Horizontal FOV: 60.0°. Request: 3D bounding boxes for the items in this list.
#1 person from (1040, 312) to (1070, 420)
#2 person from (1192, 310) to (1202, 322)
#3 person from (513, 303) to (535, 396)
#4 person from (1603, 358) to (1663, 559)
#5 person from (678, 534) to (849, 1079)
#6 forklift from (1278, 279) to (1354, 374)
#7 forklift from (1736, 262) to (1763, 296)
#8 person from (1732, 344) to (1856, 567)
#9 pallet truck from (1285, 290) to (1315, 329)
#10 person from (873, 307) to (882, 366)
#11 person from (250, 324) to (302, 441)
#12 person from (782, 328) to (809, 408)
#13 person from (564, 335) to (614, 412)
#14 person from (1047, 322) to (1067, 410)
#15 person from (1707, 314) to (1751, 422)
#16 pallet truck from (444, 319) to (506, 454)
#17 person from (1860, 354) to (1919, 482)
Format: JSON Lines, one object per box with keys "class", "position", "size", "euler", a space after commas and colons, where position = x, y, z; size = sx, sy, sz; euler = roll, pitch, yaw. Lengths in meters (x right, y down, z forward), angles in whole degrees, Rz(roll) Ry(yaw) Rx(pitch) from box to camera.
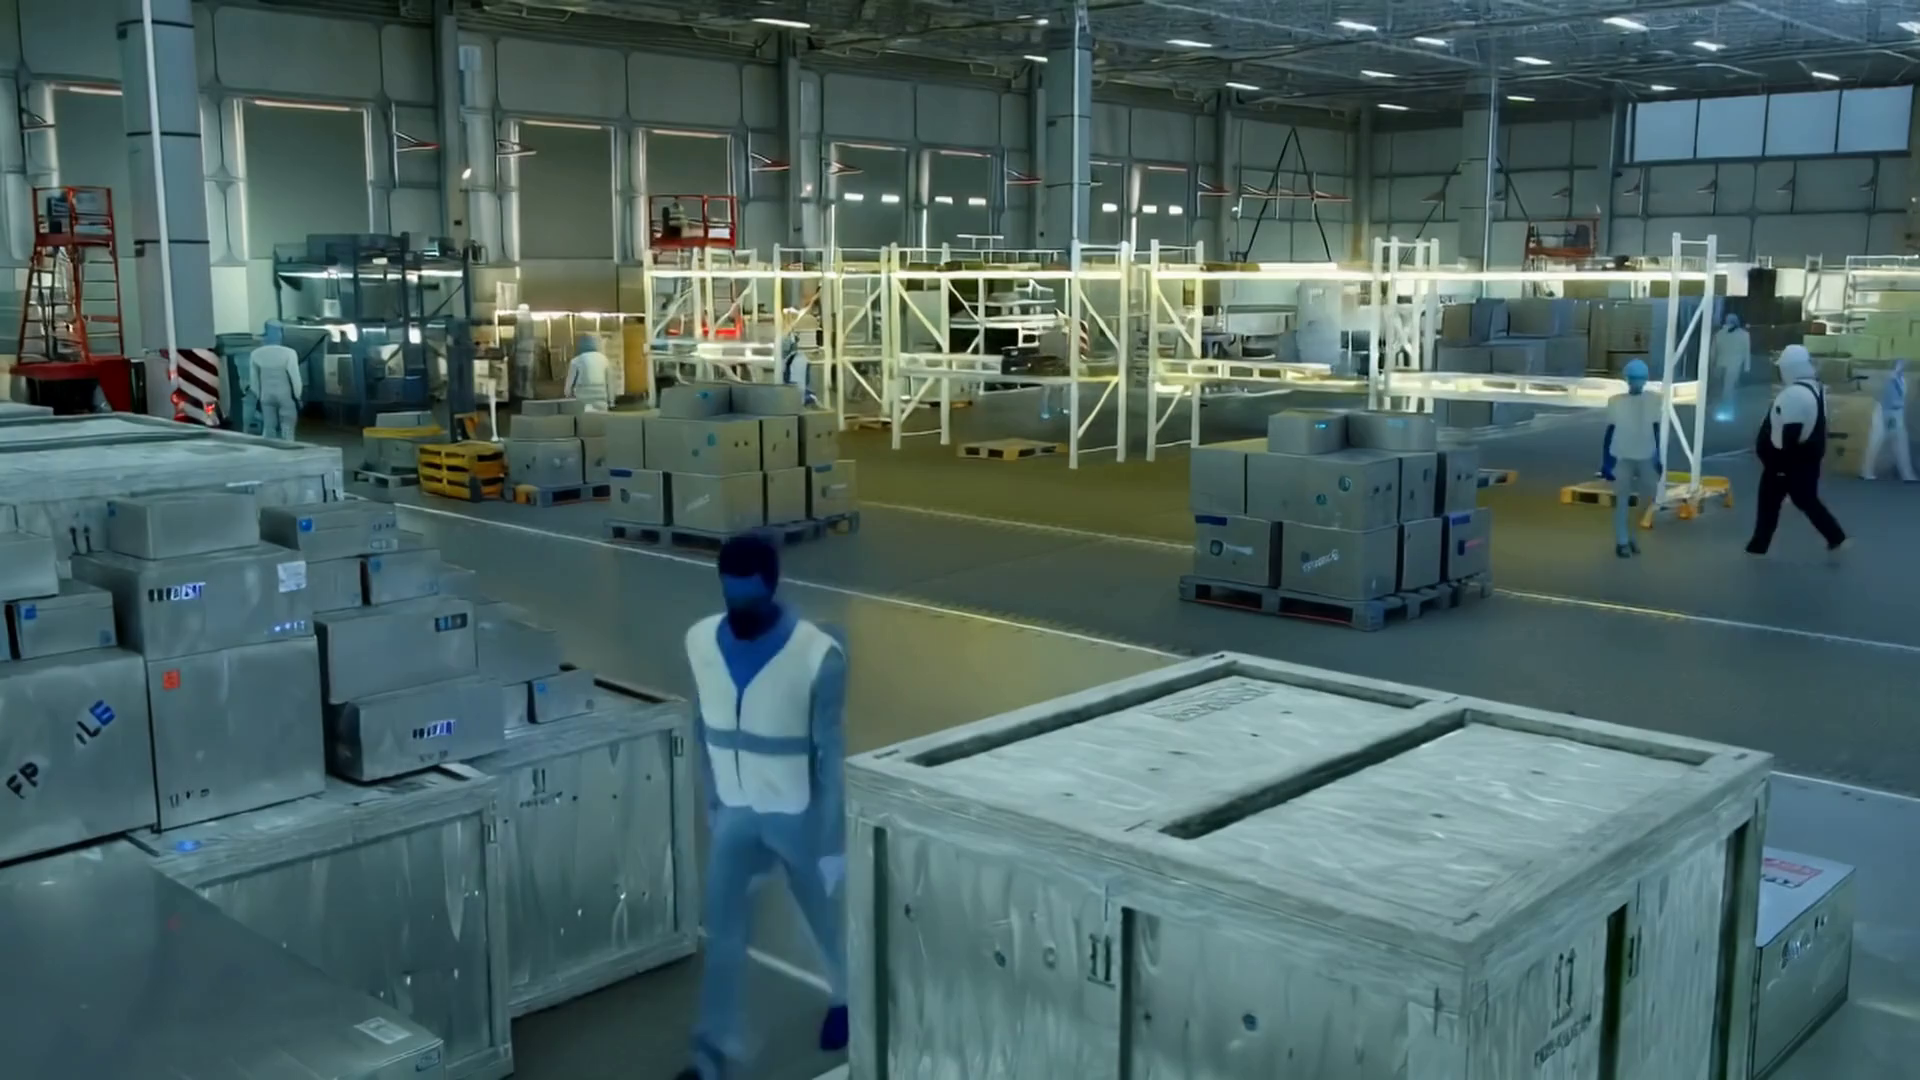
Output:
{"class": "person", "position": [1.713, -3.077, 29.448], "size": [0.604, 1.887, 0.886], "euler": [6, 11, 34]}
{"class": "person", "position": [5.924, -5.051, 42.200], "size": [0.740, 1.671, 0.540], "euler": [1, 9, 4]}
{"class": "person", "position": [-9.134, -3.964, 34.731], "size": [0.371, 1.935, 0.551], "euler": [5, 10, 27]}
{"class": "person", "position": [6.165, -0.738, 15.217], "size": [0.549, 1.851, 0.402], "euler": [1, 9, 4]}
{"class": "person", "position": [-0.616, 0.878, 5.362], "size": [0.617, 1.835, 1.098], "euler": [4, 10, 23]}
{"class": "forklift", "position": [8.920, -5.583, 41.773], "size": [1.129, 2.768, 1.873], "euler": [-4, 10, -22]}
{"class": "forklift", "position": [20.958, -5.997, 44.311], "size": [1.873, 2.768, 1.129], "euler": [9, 13, 43]}
{"class": "person", "position": [7.525, -0.774, 14.860], "size": [0.687, 2.000, 0.930], "euler": [-9, 13, -43]}
{"class": "pallet truck", "position": [11.297, -6.951, 52.861], "size": [1.885, 1.965, 0.823], "euler": [-5, 11, -29]}
{"class": "person", "position": [-2.169, -5.399, 44.477], "size": [0.324, 1.631, 0.522], "euler": [-1, 9, -3]}
{"class": "person", "position": [-8.872, -1.828, 21.638], "size": [0.630, 1.938, 0.371], "euler": [0, 9, 0]}
{"class": "person", "position": [-2.187, -1.865, 22.031], "size": [0.354, 1.883, 0.572], "euler": [-2, 10, -13]}
{"class": "person", "position": [-4.835, -1.792, 21.897], "size": [0.969, 1.798, 0.633], "euler": [9, 13, 43]}
{"class": "person", "position": [1.780, -3.319, 31.393], "size": [0.485, 1.739, 0.320], "euler": [-2, 9, -11]}
{"class": "person", "position": [13.478, -3.025, 29.167], "size": [1.067, 1.881, 0.648], "euler": [-8, 12, -40]}
{"class": "pallet truck", "position": [-6.981, -1.942, 22.150], "size": [1.885, 1.965, 0.823], "euler": [1, 9, 9]}
{"class": "person", "position": [11.618, -1.499, 20.630], "size": [0.513, 1.602, 0.821], "euler": [-6, 11, -31]}
